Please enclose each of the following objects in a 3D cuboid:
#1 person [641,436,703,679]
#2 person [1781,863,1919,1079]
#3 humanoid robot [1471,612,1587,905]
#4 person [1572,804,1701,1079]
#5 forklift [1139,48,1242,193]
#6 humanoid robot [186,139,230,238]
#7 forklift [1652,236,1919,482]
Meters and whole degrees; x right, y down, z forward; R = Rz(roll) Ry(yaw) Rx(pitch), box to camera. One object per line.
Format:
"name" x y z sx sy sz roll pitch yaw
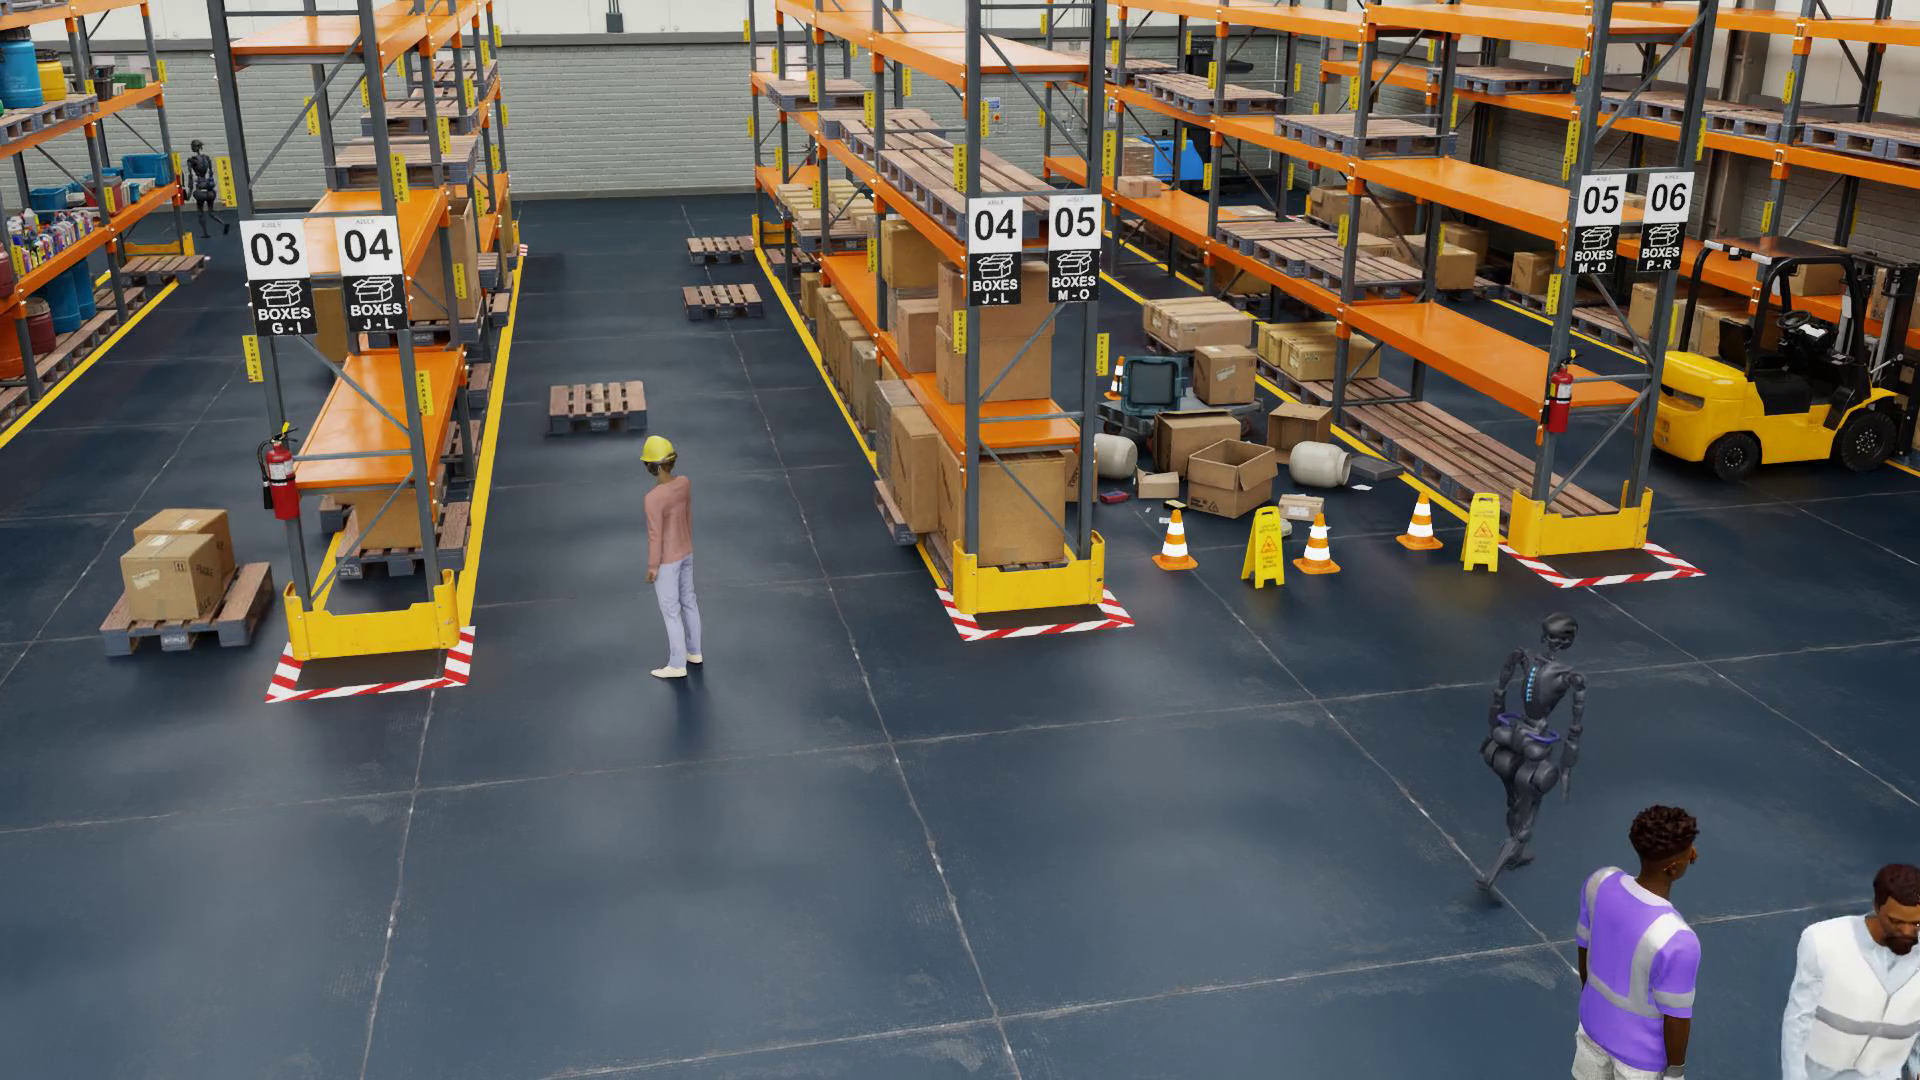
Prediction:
"person" -2.064 0.119 11.734 0.327 1.765 0.532 8 22 20
"person" 3.480 2.021 6.478 0.633 1.864 1.011 3 21 8
"humanoid robot" 3.045 1.165 9.115 0.732 1.625 0.610 -14 25 -33
"person" 2.655 1.932 6.566 0.367 1.966 0.606 -6 21 -16
"forklift" 4.566 -8.313 32.860 1.873 2.768 1.129 -4 21 -12
"humanoid robot" -12.797 -5.949 28.218 0.552 1.644 0.597 7 21 18
"forklift" 8.013 -1.814 16.330 2.313 2.155 1.214 -4 21 -12
